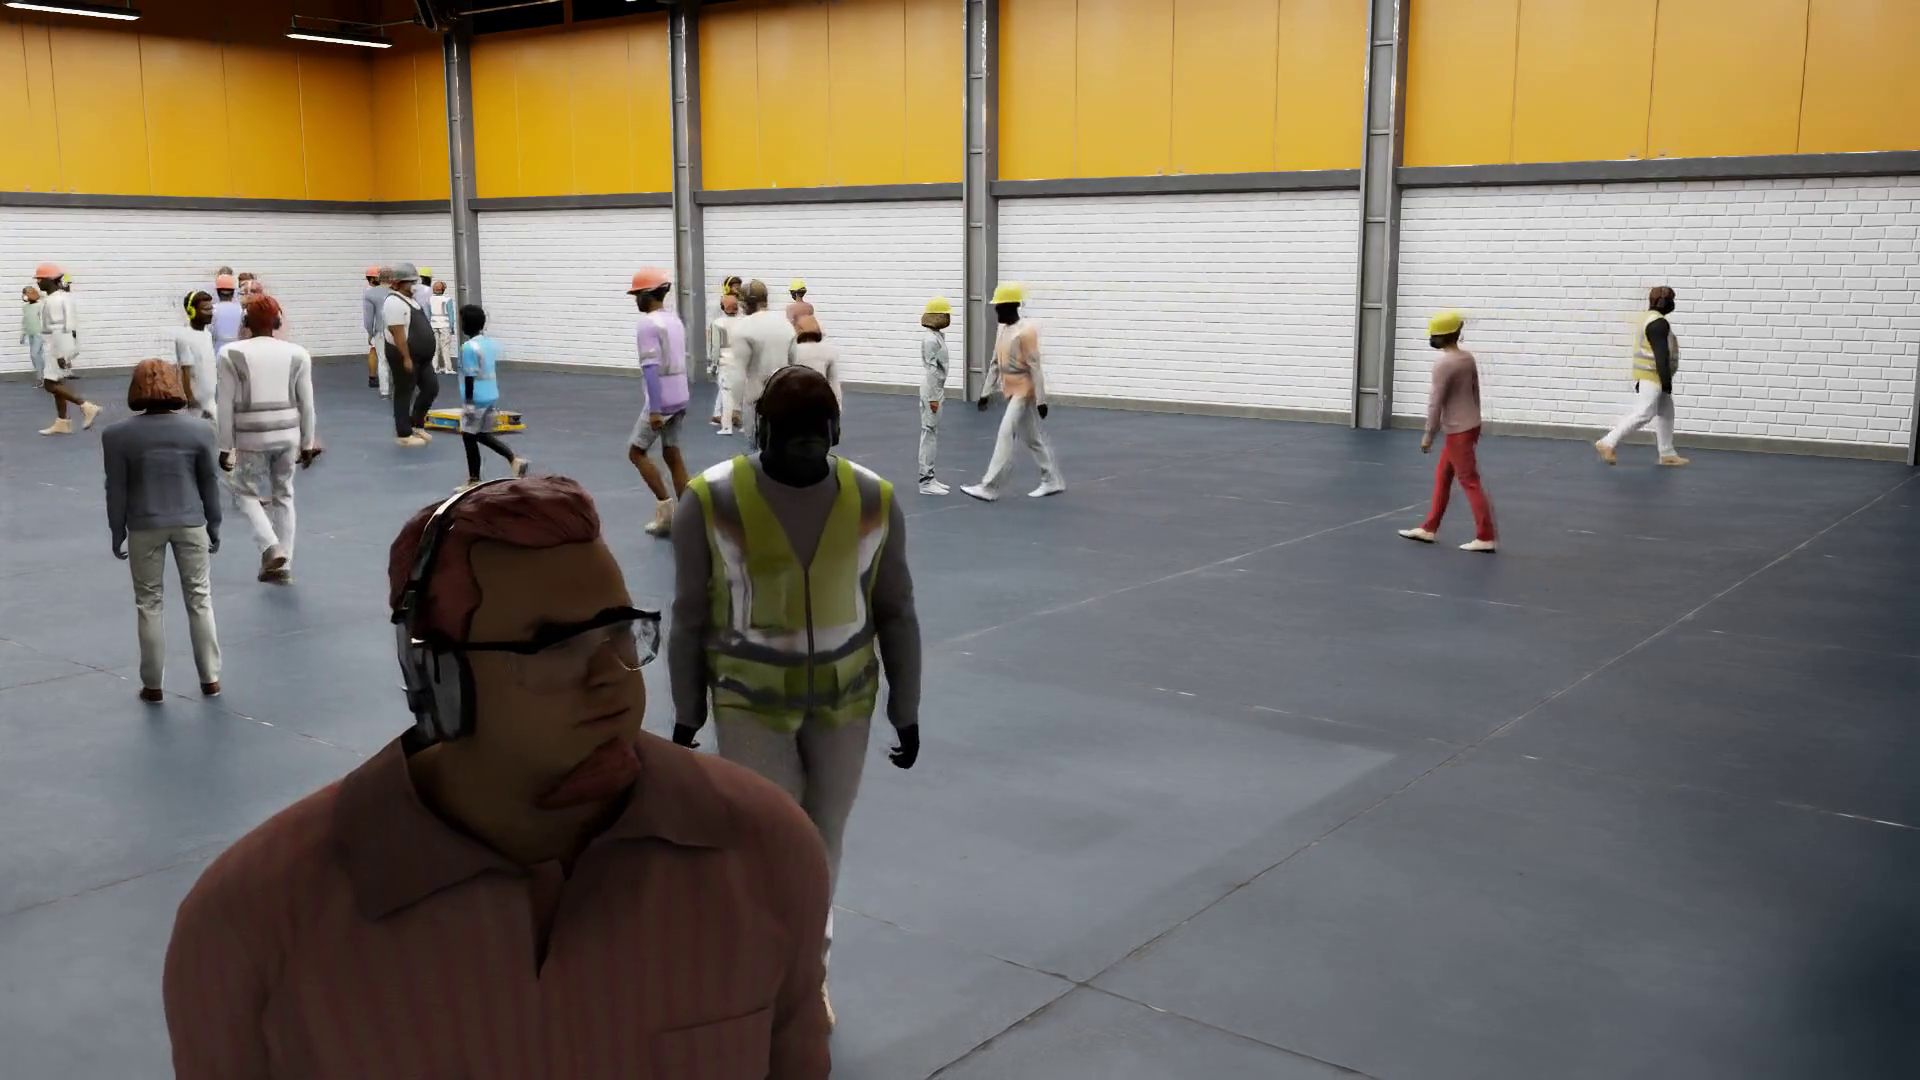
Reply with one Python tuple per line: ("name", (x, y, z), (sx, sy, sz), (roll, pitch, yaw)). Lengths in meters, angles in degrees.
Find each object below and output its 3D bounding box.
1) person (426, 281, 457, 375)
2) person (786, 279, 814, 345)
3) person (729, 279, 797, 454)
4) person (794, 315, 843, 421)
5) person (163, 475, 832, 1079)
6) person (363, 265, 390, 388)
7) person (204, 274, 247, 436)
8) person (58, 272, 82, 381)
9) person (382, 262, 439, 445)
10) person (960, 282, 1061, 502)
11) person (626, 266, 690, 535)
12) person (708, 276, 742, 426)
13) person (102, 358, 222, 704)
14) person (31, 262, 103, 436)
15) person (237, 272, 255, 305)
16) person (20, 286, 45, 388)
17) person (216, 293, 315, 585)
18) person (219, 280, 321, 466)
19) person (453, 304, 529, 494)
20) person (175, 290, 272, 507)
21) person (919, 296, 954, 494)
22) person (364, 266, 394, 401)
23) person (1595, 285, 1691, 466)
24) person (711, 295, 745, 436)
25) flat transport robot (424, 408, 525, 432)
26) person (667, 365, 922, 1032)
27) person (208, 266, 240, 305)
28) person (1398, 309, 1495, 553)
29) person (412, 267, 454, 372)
("person", (-9.129, -3.722, 29.240), (0.516, 1.640, 0.314), (3, 10, 16))
("person", (-2.225, -2.704, 22.930), (0.313, 1.763, 0.533), (7, 12, 37))
("person", (-1.529, -1.075, 13.021), (0.404, 1.921, 0.671), (7, 12, 34))
("person", (-1.288, -1.170, 14.542), (0.536, 1.587, 0.872), (-6, 11, -31))
("person", (-0.395, 0.887, 1.615), (0.651, 1.912, 0.409), (-5, 11, -26))
("person", (-9.289, -3.393, 26.455), (0.364, 1.935, 0.553), (-4, 10, -21))
("person", (-8.328, -2.084, 19.005), (0.570, 1.881, 1.014), (-5, 11, -27))
("person", (-14.867, -3.519, 27.545), (0.611, 1.812, 0.494), (7, 12, 36))
("person", (-6.048, -2.047, 18.323), (0.536, 2.000, 0.693), (1, 10, 5))
("person", (0.475, -1.264, 14.255), (1.003, 1.871, 0.601), (-3, 10, -19))
("person", (-2.223, -1.019, 12.381), (0.516, 2.019, 0.660), (3, 10, 16))
("person", (-2.793, -2.312, 20.438), (0.711, 1.837, 0.539), (5, 11, 26))
("person", (-3.746, -0.042, 7.863), (0.494, 1.624, 0.279), (-6, 12, -33))
("person", (-10.424, -2.212, 19.328), (0.602, 2.026, 0.614), (-3, 10, -19))
("person", (-11.070, -3.271, 26.064), (0.433, 1.831, 0.662), (-6, 11, -31))
("person", (-14.599, -3.179, 26.147), (0.520, 1.613, 0.565), (5, 11, 25))
("person", (-4.387, -0.624, 10.537), (0.598, 1.865, 0.455), (-7, 12, -37))
("person", (-6.944, -1.664, 16.619), (0.974, 1.864, 0.641), (0, 10, 0))
("person", (-4.156, -1.225, 14.560), (0.579, 1.678, 0.540), (1, 10, 8))
("person", (-6.274, -1.139, 13.703), (0.999, 1.822, 0.558), (1, 10, 5))
("person", (-0.208, -1.280, 14.718), (0.324, 1.743, 0.490), (1, 10, 3))
("person", (-8.236, -2.974, 24.016), (0.635, 1.937, 0.352), (-3, 10, -18))
("person", (6.856, -1.633, 16.593), (0.851, 1.811, 0.621), (3, 10, 18))
("person", (-2.666, -2.038, 19.427), (0.513, 1.642, 0.313), (-7, 12, -34))
("flat transport robot", (-5.903, -1.441, 19.939), (1.431, 0.197, 0.652), (9, 13, 41))
("person", (-0.399, 0.465, 4.326), (0.661, 1.821, 0.660), (-3, 10, -19))
("person", (-11.849, -3.485, 27.093), (0.636, 1.910, 0.758), (6, 12, 33))
("person", (3.481, -0.777, 11.843), (0.802, 1.716, 0.548), (7, 12, 35))
("person", (-9.534, -3.917, 29.643), (0.602, 1.886, 0.893), (7, 12, 34))
